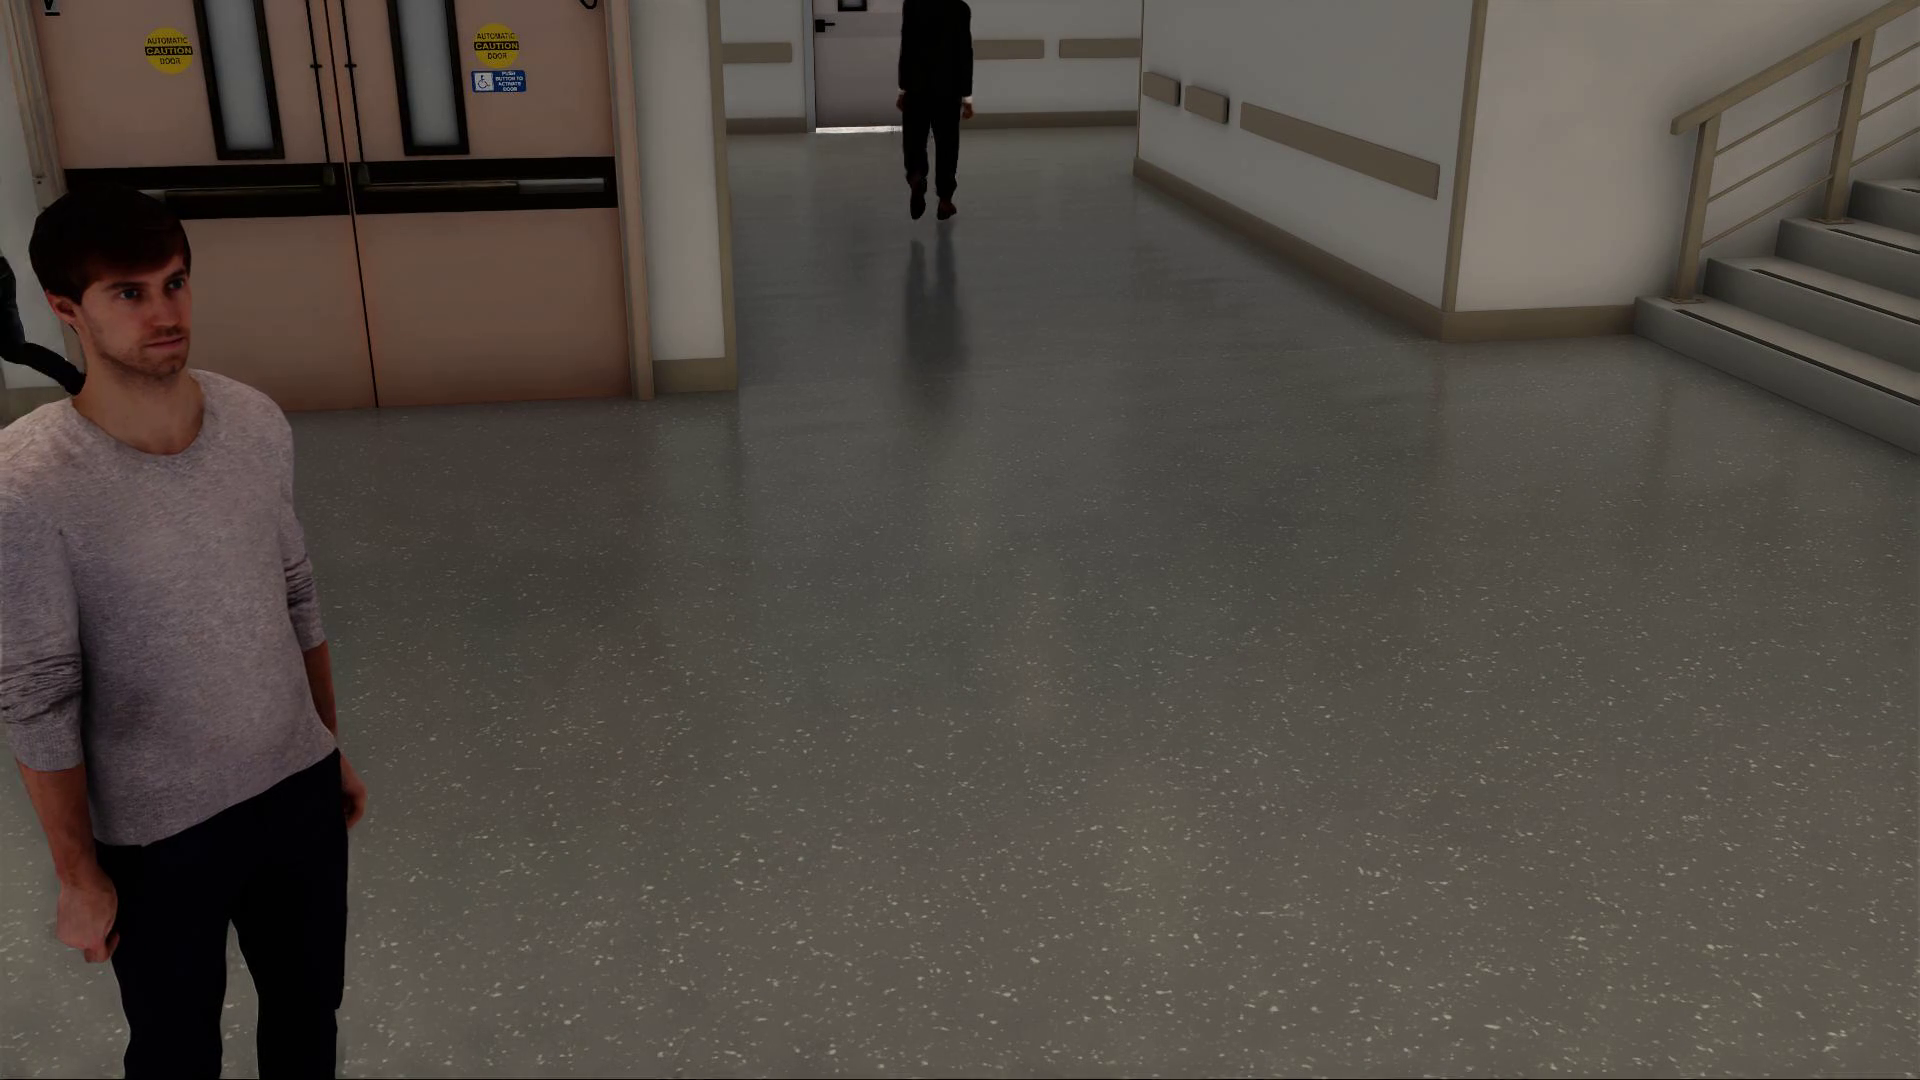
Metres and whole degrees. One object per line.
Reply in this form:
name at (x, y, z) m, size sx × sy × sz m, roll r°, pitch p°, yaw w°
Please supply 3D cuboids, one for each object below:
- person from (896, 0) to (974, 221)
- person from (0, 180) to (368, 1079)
person at (-0.208, -3.235, 12.004) m, size 1.096 × 1.888 × 0.993 m, roll 3°, pitch 21°, yaw 8°
person at (-1.139, 0.386, 2.509) m, size 0.751 × 1.842 × 0.724 m, roll 11°, pitch 23°, yaw 27°
